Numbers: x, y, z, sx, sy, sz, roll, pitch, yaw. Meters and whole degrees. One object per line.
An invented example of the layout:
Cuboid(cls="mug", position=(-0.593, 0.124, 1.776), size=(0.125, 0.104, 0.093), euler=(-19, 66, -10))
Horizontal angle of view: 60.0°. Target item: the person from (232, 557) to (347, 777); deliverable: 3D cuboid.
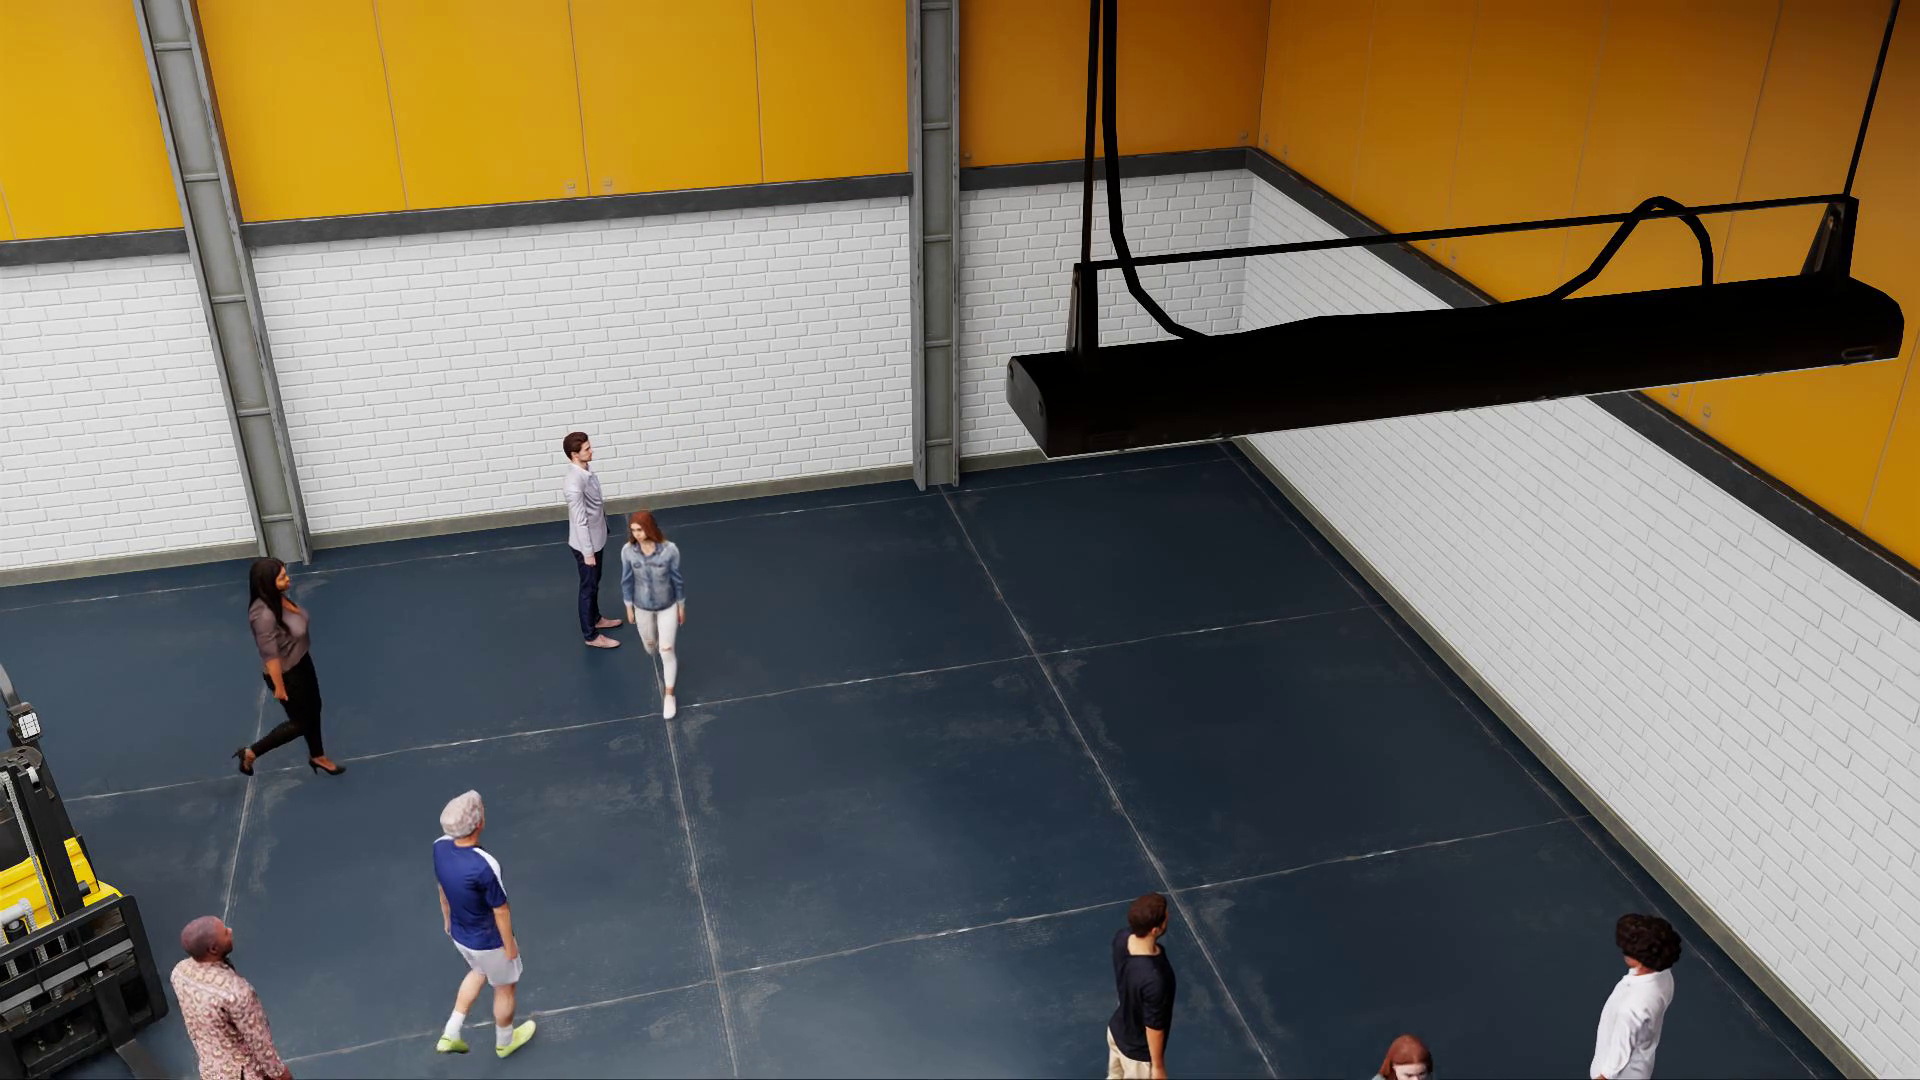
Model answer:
Cuboid(cls="person", position=(-4.777, 0.948, 11.594), size=(0.934, 1.823, 0.667), euler=(-5, 29, -9))

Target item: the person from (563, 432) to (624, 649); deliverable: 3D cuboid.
Cuboid(cls="person", position=(-2.992, -0.028, 13.353), size=(0.618, 1.852, 0.714), euler=(-3, 29, -5))

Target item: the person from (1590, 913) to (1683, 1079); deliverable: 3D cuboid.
Cuboid(cls="person", position=(3.394, 2.642, 8.500), size=(0.775, 1.810, 0.689), euler=(20, 34, 32))

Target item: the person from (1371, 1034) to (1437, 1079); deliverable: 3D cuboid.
Cuboid(cls="person", position=(1.986, 2.967, 8.017), size=(1.041, 1.704, 0.631), euler=(-8, 30, -15))

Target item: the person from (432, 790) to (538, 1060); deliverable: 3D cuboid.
Cuboid(cls="person", position=(-2.715, 2.226, 9.247), size=(0.896, 1.826, 0.967), euler=(17, 33, 28))

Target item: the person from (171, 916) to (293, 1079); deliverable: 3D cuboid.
Cuboid(cls="person", position=(-3.710, 2.707, 8.407), size=(1.058, 1.786, 1.147), euler=(18, 33, 29))

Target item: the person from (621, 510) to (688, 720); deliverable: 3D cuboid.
Cuboid(cls="person", position=(-2.291, 0.477, 12.610), size=(1.021, 1.677, 0.864), euler=(0, 29, -1))

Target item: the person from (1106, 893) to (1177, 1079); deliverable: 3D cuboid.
Cuboid(cls="person", position=(0.903, 2.576, 8.578), size=(0.557, 1.851, 0.644), euler=(-9, 30, -16))
